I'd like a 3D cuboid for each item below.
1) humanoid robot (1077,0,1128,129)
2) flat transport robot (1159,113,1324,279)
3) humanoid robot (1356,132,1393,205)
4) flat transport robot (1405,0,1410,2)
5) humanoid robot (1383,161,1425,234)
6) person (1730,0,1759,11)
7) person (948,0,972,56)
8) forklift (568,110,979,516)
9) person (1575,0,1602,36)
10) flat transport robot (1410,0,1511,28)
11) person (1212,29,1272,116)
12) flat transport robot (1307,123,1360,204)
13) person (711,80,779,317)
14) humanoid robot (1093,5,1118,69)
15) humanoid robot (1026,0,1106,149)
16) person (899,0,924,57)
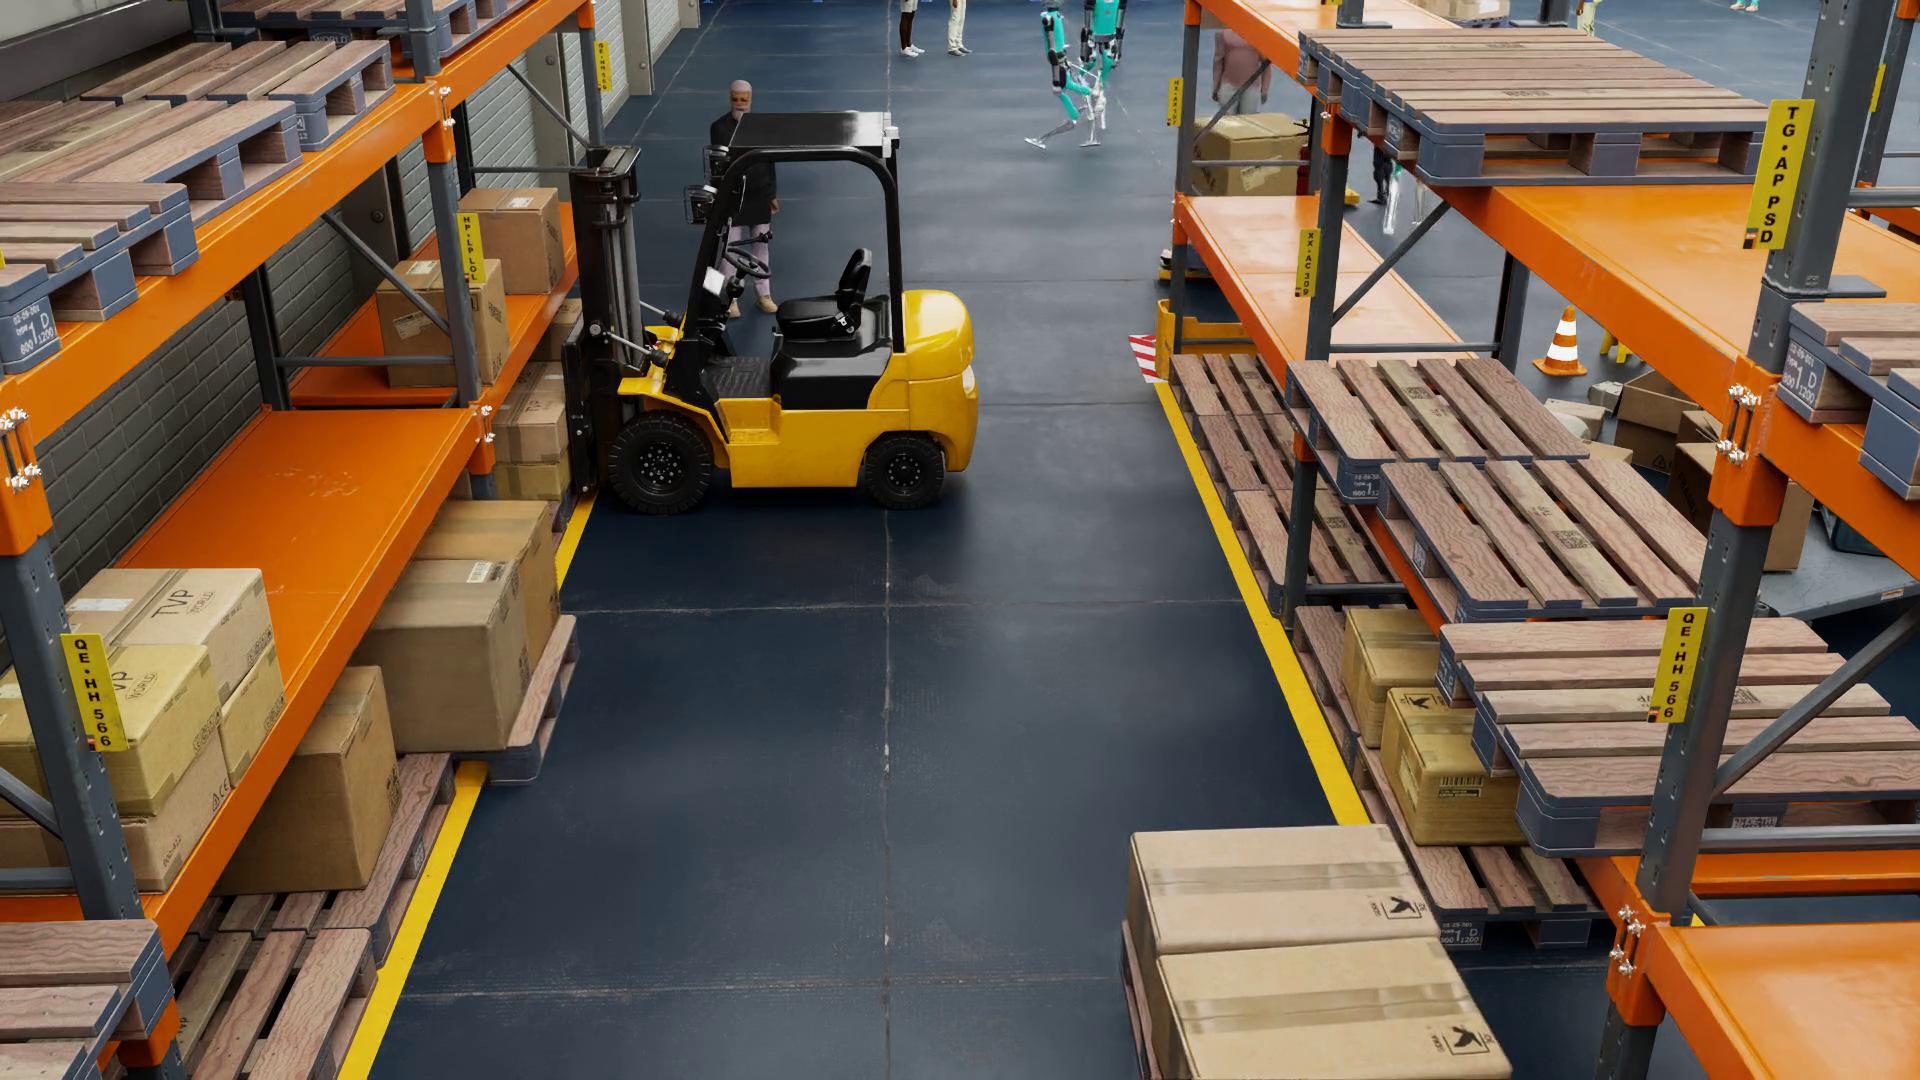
[{"bbox_3d":[1.634,-5.830,19.956,0.548,1.790,0.785,-7,26,-14],"label":"humanoid robot"},{"bbox_3d":[2.459,-2.396,14.378,1.431,0.231,0.659,4,26,9],"label":"flat transport robot"},{"bbox_3d":[4.228,-4.175,16.497,0.603,1.654,0.355,-14,29,-27],"label":"humanoid robot"},{"bbox_3d":[6.162,-7.824,25.873,0.659,0.231,1.431,22,33,39],"label":"flat transport robot"},{"bbox_3d":[4.222,-3.749,15.549,0.531,1.795,0.797,2,25,4],"label":"humanoid robot"},{"bbox_3d":[13.957,-10.267,29.120,0.367,1.915,0.500,-15,29,-29],"label":"person"},{"bbox_3d":[0.006,-8.126,24.784,0.349,1.743,0.561,7,26,15],"label":"person"},{"bbox_3d":[-1.043,-1.379,9.976,2.313,2.155,1.214,-1,25,-2],"label":"forklift"},{"bbox_3d":[8.855,-7.566,23.445,0.406,1.885,0.516,15,29,28],"label":"person"},{"bbox_3d":[7.741,-7.931,26.100,1.431,0.231,0.659,-16,30,-30],"label":"flat transport robot"},{"bbox_3d":[2.970,-4.796,17.541,0.626,1.914,0.719,9,27,18],"label":"person"},{"bbox_3d":[3.251,-3.553,16.827,1.431,0.231,0.659,-2,25,-4],"label":"flat transport robot"},{"bbox_3d":[-1.701,-2.702,13.168,0.534,1.855,0.410,-10,27,-21],"label":"person"},{"bbox_3d":[2.069,-7.542,23.643,0.606,1.646,0.386,-18,31,-33],"label":"humanoid robot"},{"bbox_3d":[1.283,-5.156,18.543,1.065,1.728,0.530,5,26,10],"label":"humanoid robot"},{"bbox_3d":[-0.754,-8.194,24.748,0.377,1.899,0.544,7,26,14],"label":"person"}]
